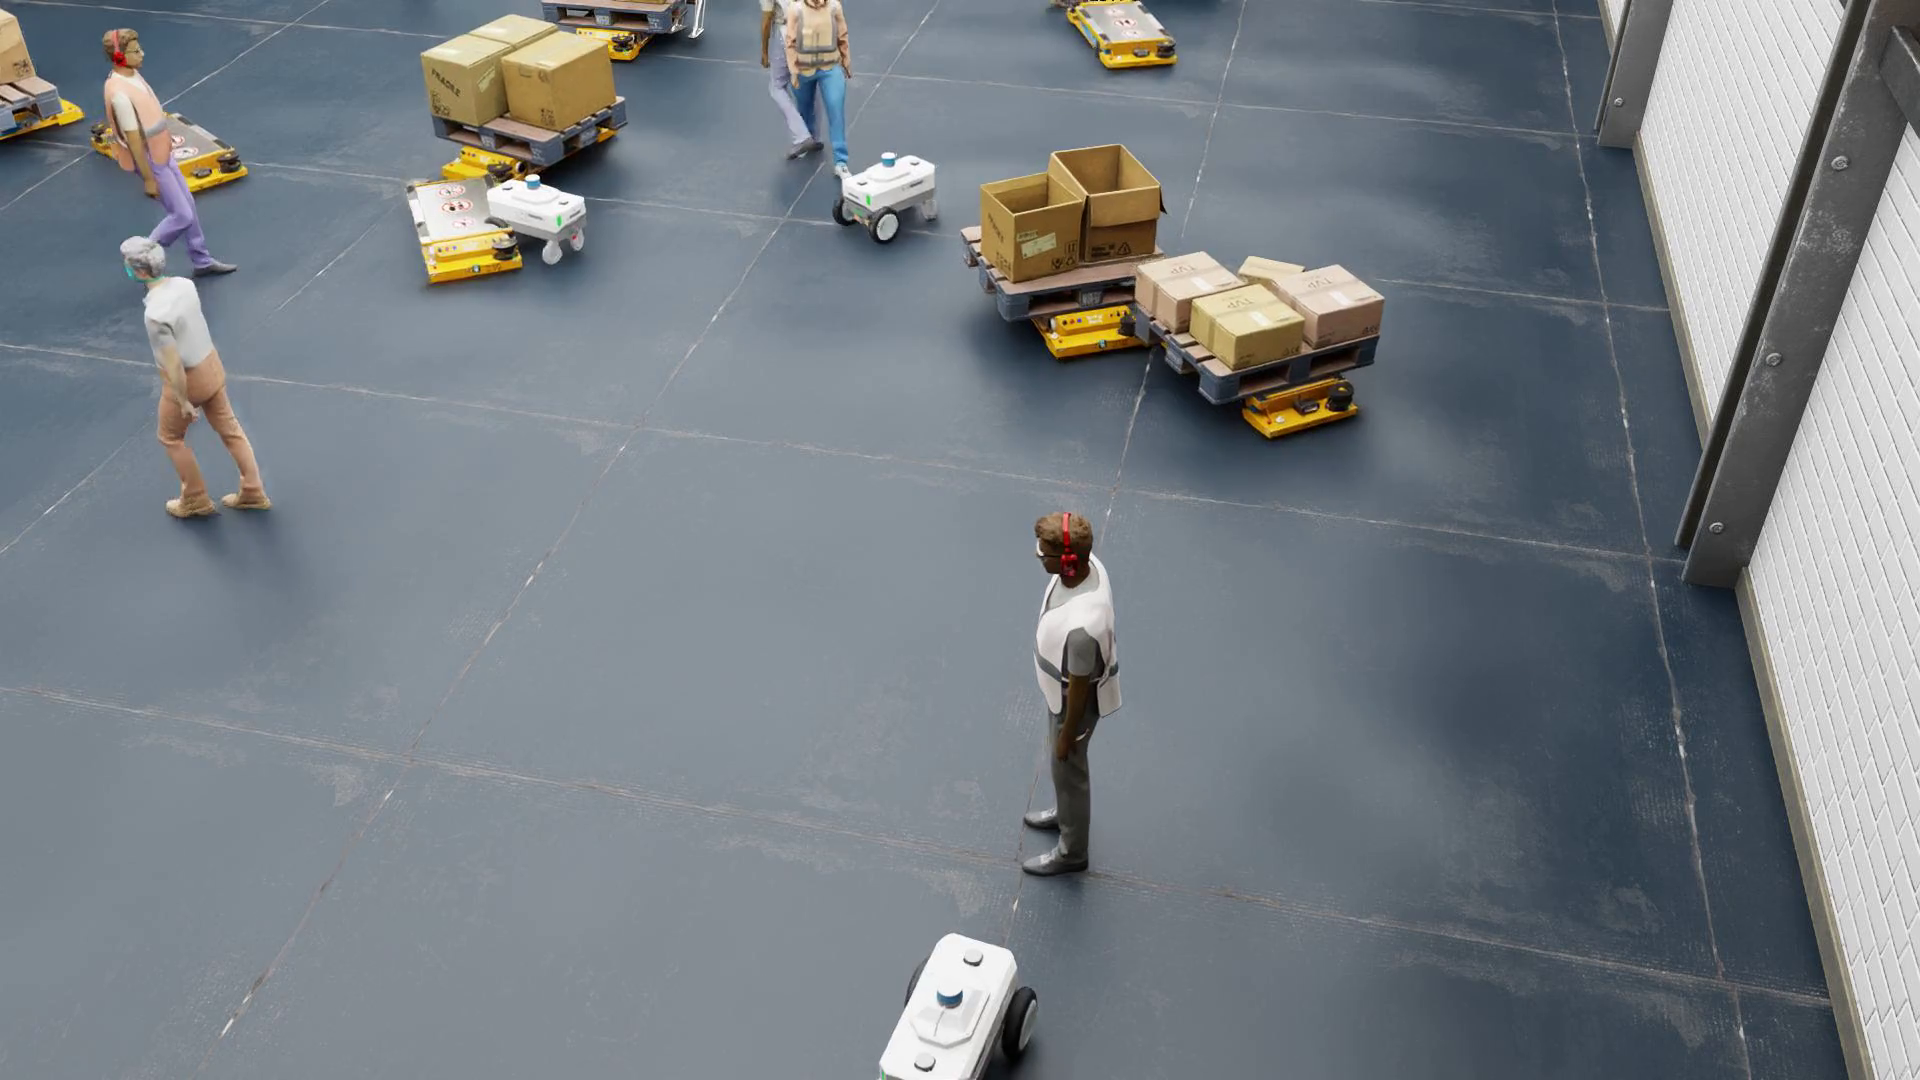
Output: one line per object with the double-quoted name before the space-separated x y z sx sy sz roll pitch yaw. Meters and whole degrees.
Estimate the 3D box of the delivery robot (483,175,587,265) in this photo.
"delivery robot" -3.106 -2.376 12.152 0.757 0.586 0.523 17 40 22

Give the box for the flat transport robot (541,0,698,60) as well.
"flat transport robot" -3.175 -4.906 15.784 0.659 0.231 1.431 8 37 10

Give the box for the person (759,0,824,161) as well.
"person" -1.275 -3.936 13.199 0.634 1.820 0.452 -26 44 -30

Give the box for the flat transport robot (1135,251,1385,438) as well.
"flat transport robot" 1.883 -1.143 10.748 0.659 0.231 1.431 -16 40 -20

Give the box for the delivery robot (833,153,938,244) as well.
"delivery robot" -0.552 -2.585 12.452 0.788 0.610 0.499 -29 46 -33

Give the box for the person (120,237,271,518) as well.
"person" -4.320 -0.891 9.194 0.680 1.722 0.468 6 37 8

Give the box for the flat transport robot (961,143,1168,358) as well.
"flat transport robot" 0.740 -1.721 11.522 0.659 0.231 1.431 -10 38 -14

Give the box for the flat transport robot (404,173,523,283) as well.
"flat transport robot" -3.707 -2.348 12.361 0.659 0.231 1.431 -13 39 -17

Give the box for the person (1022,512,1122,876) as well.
"person" 0.480 0.654 7.039 0.400 1.834 0.568 0 37 0

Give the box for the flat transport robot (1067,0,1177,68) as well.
"flat transport robot" 1.509 -4.775 15.609 0.659 0.231 1.431 -7 37 -10

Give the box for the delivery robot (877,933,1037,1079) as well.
"delivery robot" -0.033 1.896 6.457 0.511 0.612 0.783 13 39 16

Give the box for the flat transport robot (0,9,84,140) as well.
"flat transport robot" -8.173 -3.467 13.858 0.659 0.231 1.431 27 45 31

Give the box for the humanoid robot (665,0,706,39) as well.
"humanoid robot" -2.523 -5.472 15.201 0.533 1.681 0.735 17 40 21

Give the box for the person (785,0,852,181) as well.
"person" -1.114 -3.713 13.013 0.507 1.679 0.803 -5 37 -7

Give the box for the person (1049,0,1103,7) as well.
"person" 1.198 -5.946 15.858 0.623 1.854 0.593 -2 37 -3

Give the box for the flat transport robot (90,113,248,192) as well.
"flat transport robot" -6.391 -3.127 13.402 1.431 0.231 0.659 31 47 34

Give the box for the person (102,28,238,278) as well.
"person" -5.507 -2.580 11.365 0.581 1.826 0.606 -9 38 -12

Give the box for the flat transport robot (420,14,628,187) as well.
"flat transport robot" -3.478 -3.225 13.534 0.659 0.231 1.431 19 41 23
